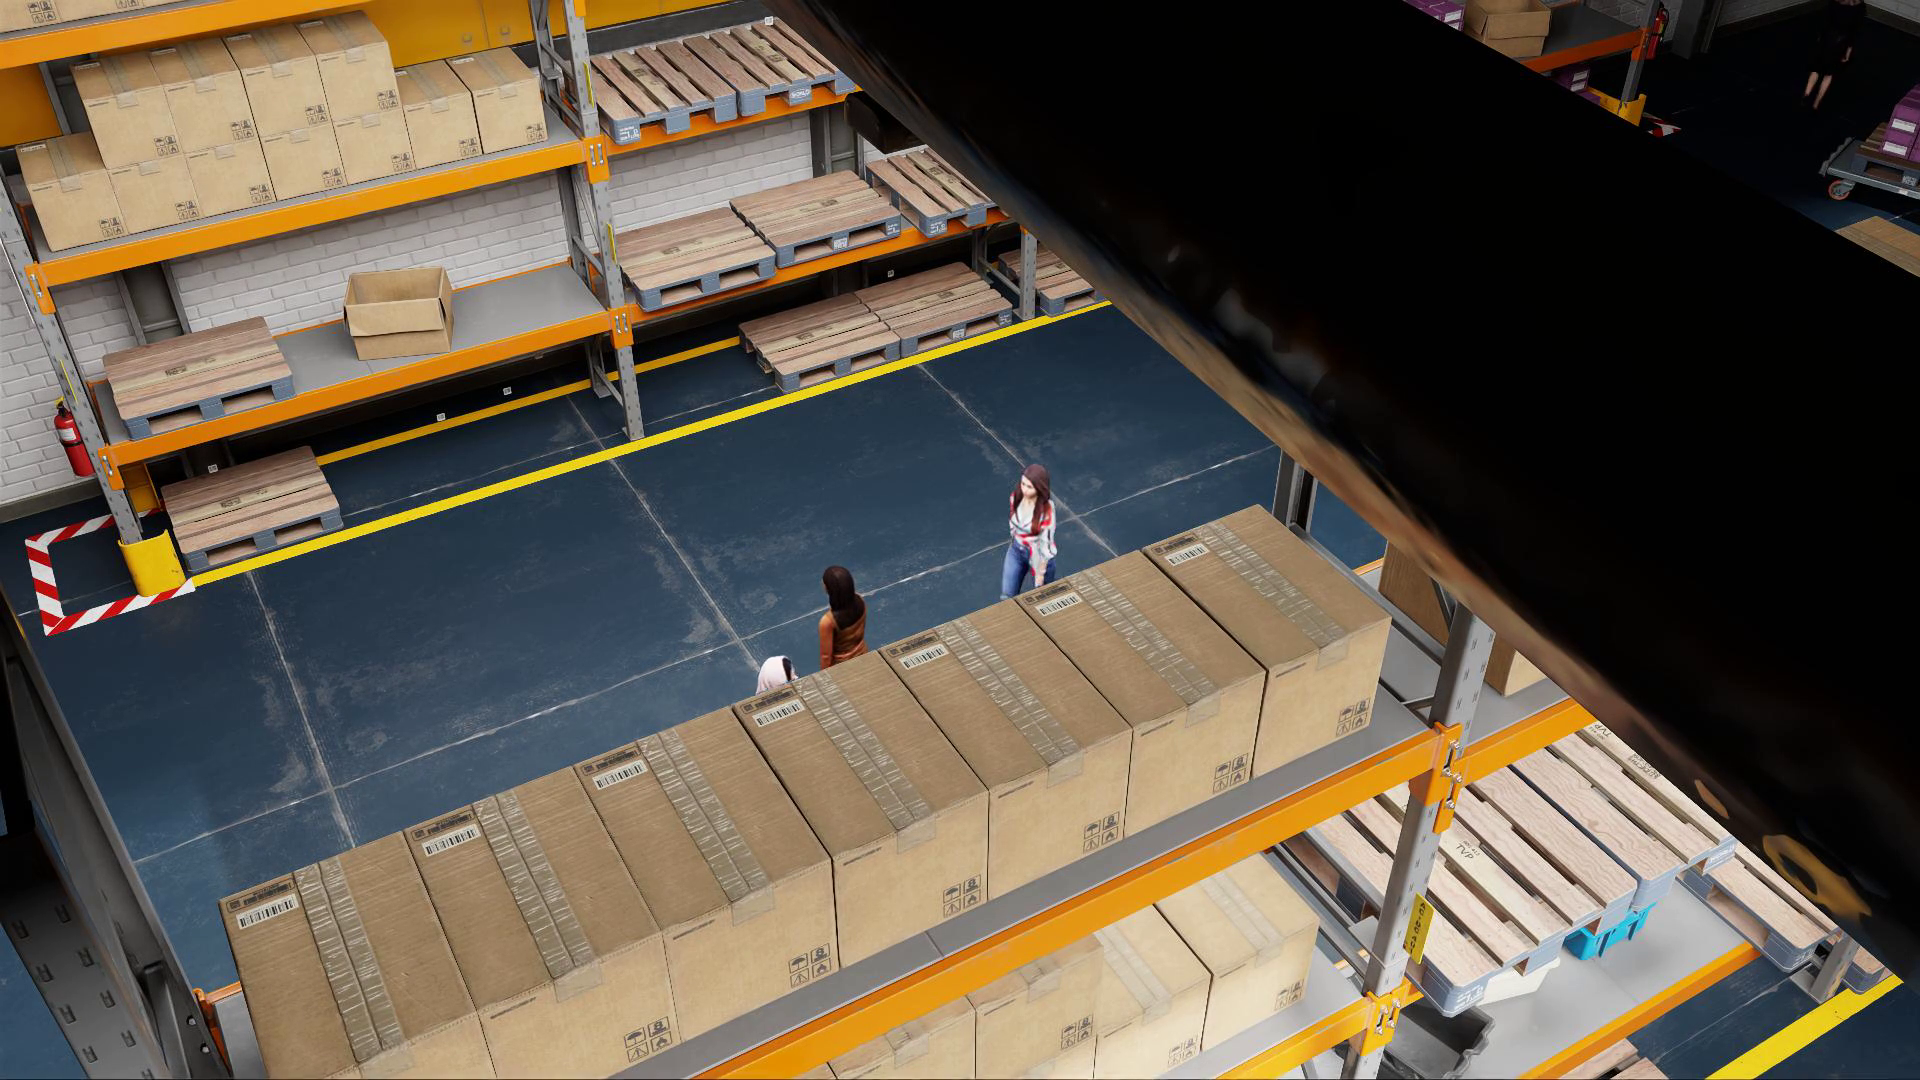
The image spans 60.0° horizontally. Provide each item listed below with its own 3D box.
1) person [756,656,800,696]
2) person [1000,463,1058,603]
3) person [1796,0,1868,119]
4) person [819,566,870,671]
[{"bbox_3d":[-1.143,1.362,10.340,1.028,1.619,0.847,-5,39,-6],"label":"person"},{"bbox_3d":[0.578,0.082,11.969,0.793,1.586,0.993,30,47,32],"label":"person"},{"bbox_3d":[9.898,-5.561,18.920,0.791,1.729,0.992,30,47,32],"label":"person"},{"bbox_3d":[-0.743,0.851,10.926,0.694,1.686,0.585,23,44,26],"label":"person"}]
